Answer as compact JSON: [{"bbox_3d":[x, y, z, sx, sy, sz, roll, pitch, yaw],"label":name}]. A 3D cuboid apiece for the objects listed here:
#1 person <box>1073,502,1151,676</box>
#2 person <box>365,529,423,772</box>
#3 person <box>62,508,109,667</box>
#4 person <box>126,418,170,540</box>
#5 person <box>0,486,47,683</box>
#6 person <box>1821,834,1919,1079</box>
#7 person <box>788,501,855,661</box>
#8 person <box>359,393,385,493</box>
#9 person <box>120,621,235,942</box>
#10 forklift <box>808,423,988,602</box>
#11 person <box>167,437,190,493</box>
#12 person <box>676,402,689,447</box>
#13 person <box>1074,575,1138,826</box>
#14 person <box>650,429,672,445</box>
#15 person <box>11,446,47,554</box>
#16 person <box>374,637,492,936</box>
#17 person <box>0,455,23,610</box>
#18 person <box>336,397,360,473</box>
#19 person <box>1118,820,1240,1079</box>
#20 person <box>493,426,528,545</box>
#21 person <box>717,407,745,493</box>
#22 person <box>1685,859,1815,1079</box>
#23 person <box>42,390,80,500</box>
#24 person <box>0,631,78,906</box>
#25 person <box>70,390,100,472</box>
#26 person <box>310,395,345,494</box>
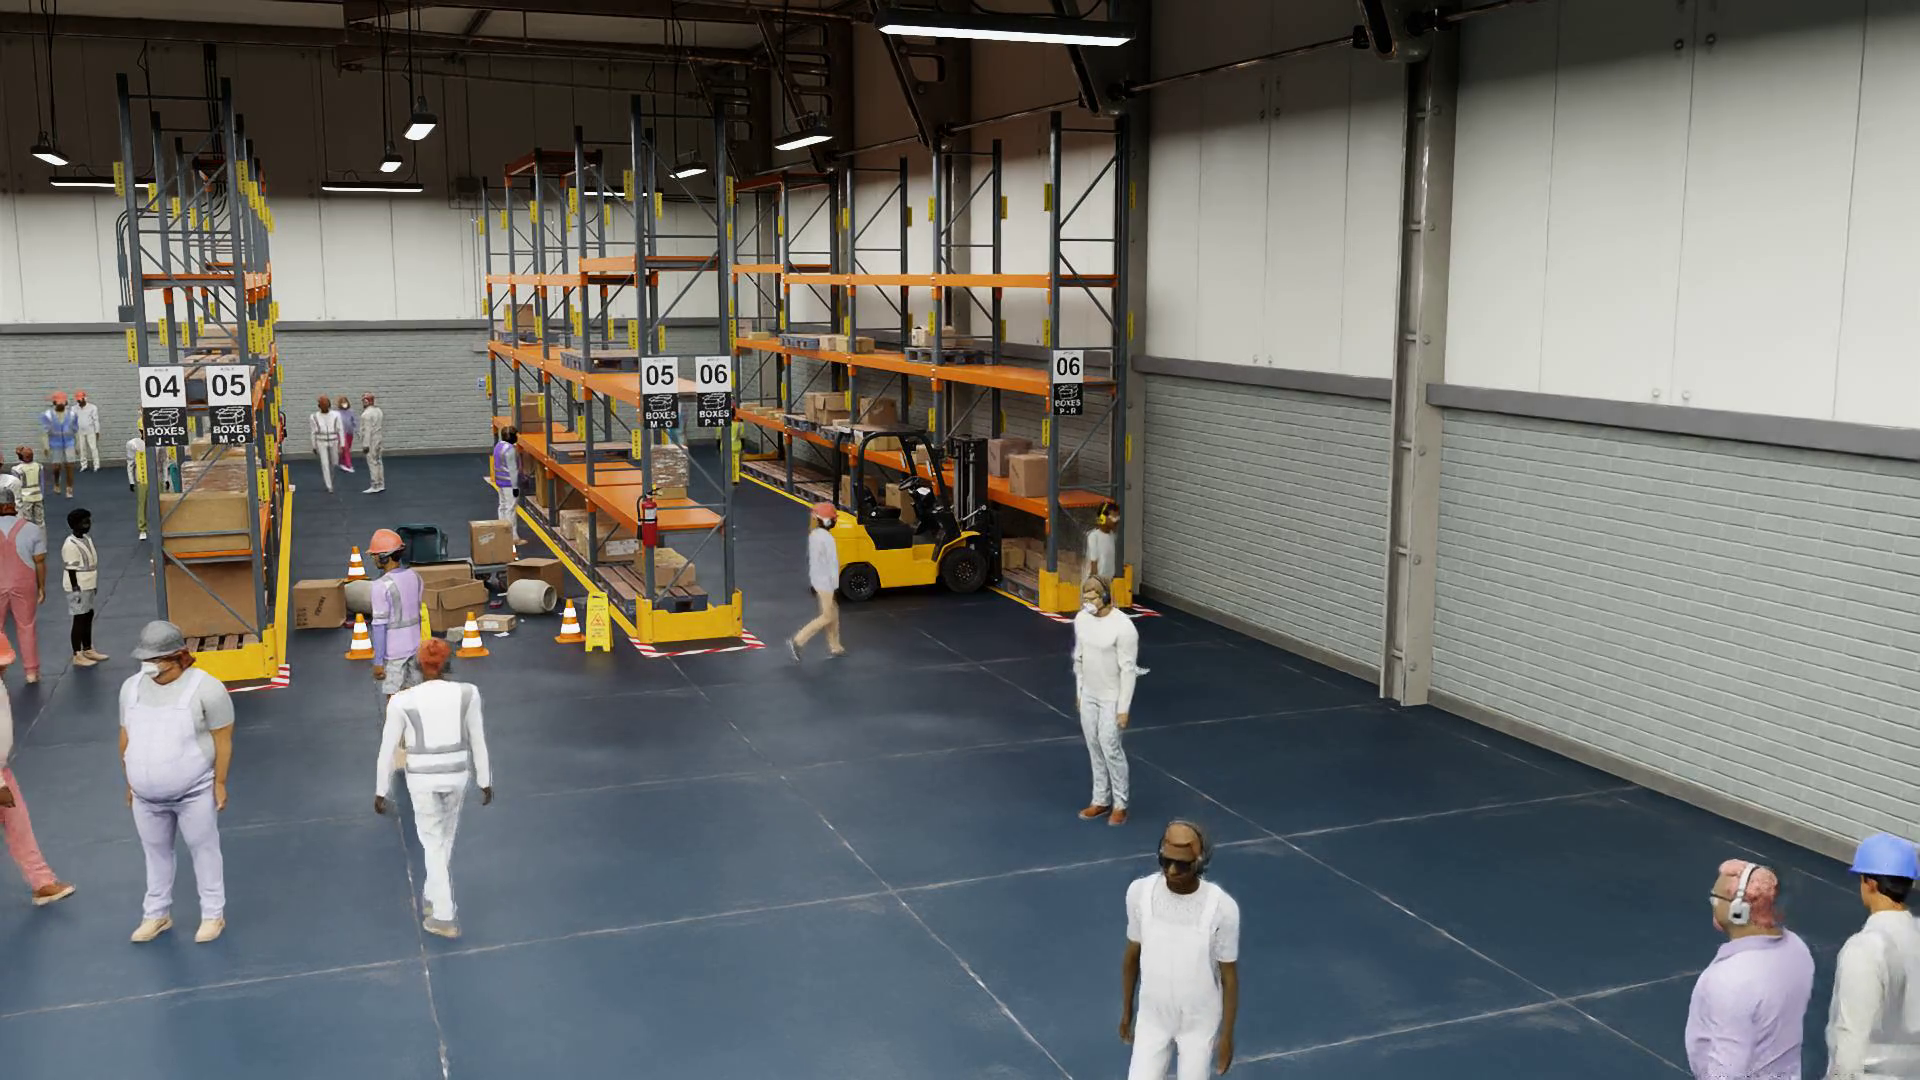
[{"bbox_3d":[1.515,0.529,16.969,0.914,1.828,0.524,8,12,40],"label":"person"},{"bbox_3d":[-4.730,0.917,13.920,0.419,2.034,0.605,2,9,14],"label":"person"},{"bbox_3d":[-9.304,0.499,17.614,0.319,1.690,0.540,-1,9,-8],"label":"person"},{"bbox_3d":[-12.720,-0.968,26.091,0.595,1.925,0.370,-7,11,-38],"label":"person"},{"bbox_3d":[-9.626,0.448,16.824,0.689,2.000,0.535,-6,11,-35],"label":"person"},{"bbox_3d":[3.630,2.126,6.666,0.624,1.910,0.528,-5,10,-29],"label":"person"},{"bbox_3d":[-1.488,0.447,17.802,0.715,1.732,0.571,-3,10,-21],"label":"person"},{"bbox_3d":[-11.233,-1.848,31.710,0.403,1.904,0.652,0,9,2],"label":"person"},{"bbox_3d":[-4.867,1.489,10.278,0.683,2.000,0.536,0,9,2],"label":"person"},{"bbox_3d":[-0.830,-0.399,21.676,2.313,2.155,1.214,-4,10,-21],"label":"forklift"},{"bbox_3d":[-13.488,-1.297,28.680,0.522,1.767,0.316,4,10,26],"label":"person"},{"bbox_3d":[-6.338,-2.742,37.603,0.404,1.824,0.591,0,9,1],"label":"person"},{"bbox_3d":[1.085,1.198,12.529,0.408,1.917,0.642,-6,11,-35],"label":"person"},{"bbox_3d":[-5.600,-1.602,31.033,0.549,1.618,0.366,4,10,24],"label":"person"},{"bbox_3d":[-13.699,-0.570,24.481,0.309,1.645,0.514,3,10,20],"label":"person"},{"bbox_3d":[-3.373,1.536,10.583,0.686,1.844,0.821,-6,11,-33],"label":"person"},{"bbox_3d":[-11.882,-0.133,20.507,0.605,2.033,0.392,-2,9,-14],"label":"person"},{"bbox_3d":[-12.980,-2.236,35.099,0.821,1.599,0.498,8,12,40],"label":"person"},{"bbox_3d":[0.927,2.087,7.162,0.543,1.832,0.402,4,10,22],"label":"person"},{"bbox_3d":[-6.919,-0.838,25.558,0.430,1.841,0.624,-6,11,-35],"label":"person"},{"bbox_3d":[-4.348,-1.709,31.610,0.538,1.655,0.883,-2,9,-11],"label":"person"},{"bbox_3d":[2.986,2.160,6.523,0.640,1.884,0.788,-7,11,-36],"label":"person"},{"bbox_3d":[-16.609,-1.759,30.755,0.637,2.028,0.546,-6,11,-35],"label":"person"},{"bbox_3d":[-6.192,1.486,10.669,0.871,1.923,0.663,-1,9,-9],"label":"person"},{"bbox_3d":[-18.411,-2.287,34.987,0.575,1.739,0.349,-1,9,-7],"label":"person"},{"bbox_3d":[-12.078,-1.835,31.745,0.594,1.867,0.670,-4,10,-26],"label":"person"}]
